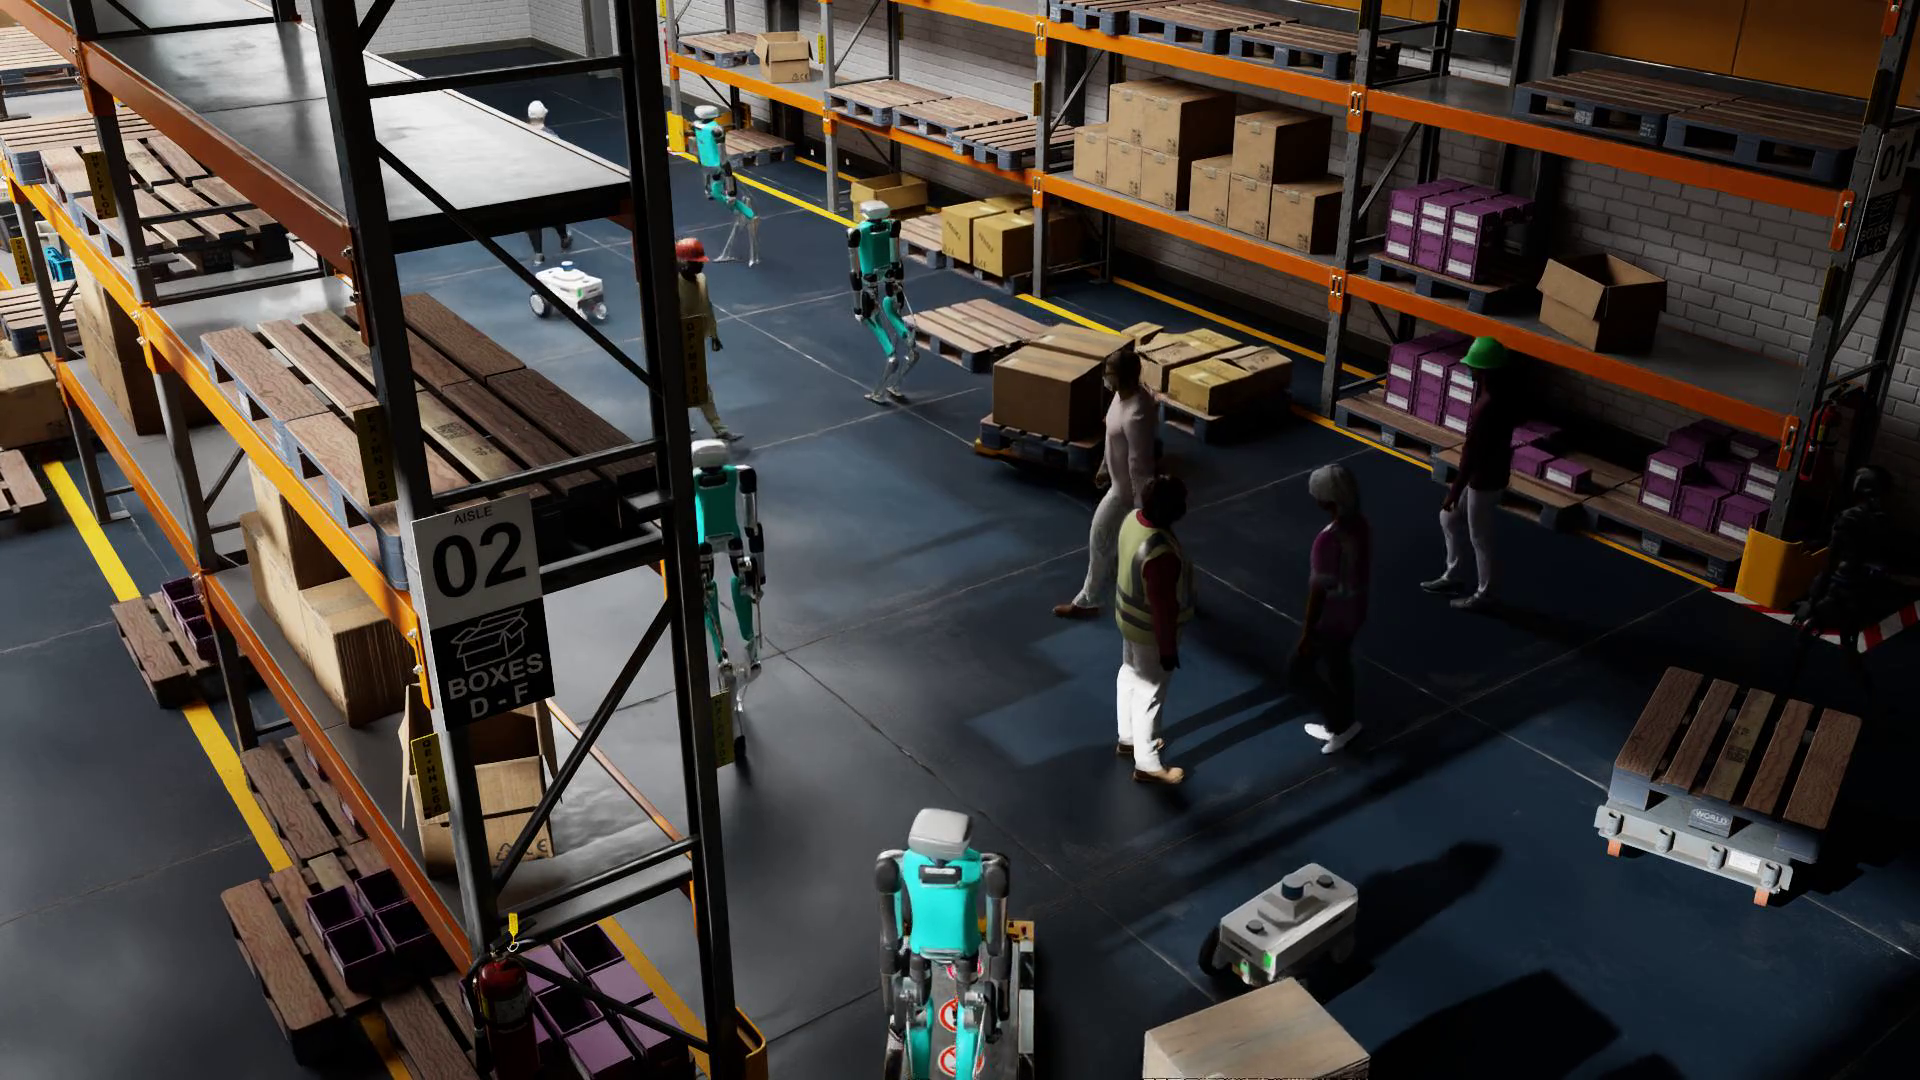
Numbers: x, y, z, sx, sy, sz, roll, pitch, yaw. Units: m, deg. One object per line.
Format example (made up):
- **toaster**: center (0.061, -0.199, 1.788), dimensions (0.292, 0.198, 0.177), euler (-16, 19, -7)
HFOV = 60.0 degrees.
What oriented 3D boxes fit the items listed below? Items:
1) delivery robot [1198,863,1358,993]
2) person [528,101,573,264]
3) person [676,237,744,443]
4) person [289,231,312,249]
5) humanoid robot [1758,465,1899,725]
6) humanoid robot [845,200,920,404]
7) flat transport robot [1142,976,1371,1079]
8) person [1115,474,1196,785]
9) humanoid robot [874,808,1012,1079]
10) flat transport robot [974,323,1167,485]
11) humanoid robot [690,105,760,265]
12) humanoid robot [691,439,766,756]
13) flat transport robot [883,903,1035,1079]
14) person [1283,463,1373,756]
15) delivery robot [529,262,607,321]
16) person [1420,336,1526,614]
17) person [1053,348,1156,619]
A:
- **delivery robot**: center (1.550, 1.880, 7.943), dimensions (0.796, 0.606, 0.499), euler (-21, 33, -35)
- **person**: center (-4.587, -3.946, 18.230), dimensions (0.733, 1.705, 0.936), euler (0, 27, 0)
- **person**: center (-2.120, -1.625, 13.594), dimensions (0.868, 1.710, 0.581), euler (9, 28, 16)
- **person**: center (-6.011, -2.352, 15.150), dimensions (0.295, 1.623, 0.508), euler (7, 28, 14)
- **humanoid robot**: center (5.263, 0.334, 9.803), dimensions (0.589, 1.632, 0.757), euler (-17, 31, -30)
- **humanoid robot**: center (-0.592, -2.009, 14.265), dimensions (0.531, 1.725, 0.695), euler (-19, 33, -34)
- **flat transport robot**: center (1.137, 2.827, 6.364), dimensions (1.431, 0.231, 0.659), euler (-13, 29, -24)
- **person**: center (1.081, 0.485, 9.273), dimensions (0.431, 1.845, 0.622), euler (-5, 27, -10)
- **humanoid robot**: center (-0.078, 1.962, 6.489), dimensions (0.539, 1.822, 0.699), euler (3, 27, 5)
- **flat transport robot**: center (0.892, -0.759, 13.496), dimensions (1.431, 0.231, 0.659), euler (16, 31, 29)
- **humanoid robot**: center (-2.455, -3.832, 17.993), dimensions (0.798, 1.787, 0.530), euler (-23, 35, -38)
- **humanoid robot**: center (-1.332, 0.387, 9.646), dimensions (0.547, 1.815, 0.896), euler (-8, 28, -16)
- **flat transport robot**: center (0.013, 2.199, 7.612), dimensions (0.659, 0.231, 1.431), euler (1, 27, 2)
- **person**: center (2.106, 0.425, 9.404), dimensions (0.445, 1.829, 0.631), euler (19, 33, 34)
- **delivery robot**: center (-3.907, -2.478, 16.609), dimensions (0.801, 0.606, 0.499), euler (19, 33, 33)
- **person**: center (3.366, -0.411, 10.963), dimensions (0.678, 1.921, 0.508), euler (11, 29, 22)
- **person**: center (1.132, -0.357, 10.902), dimensions (0.927, 1.898, 0.634), euler (2, 27, 4)
